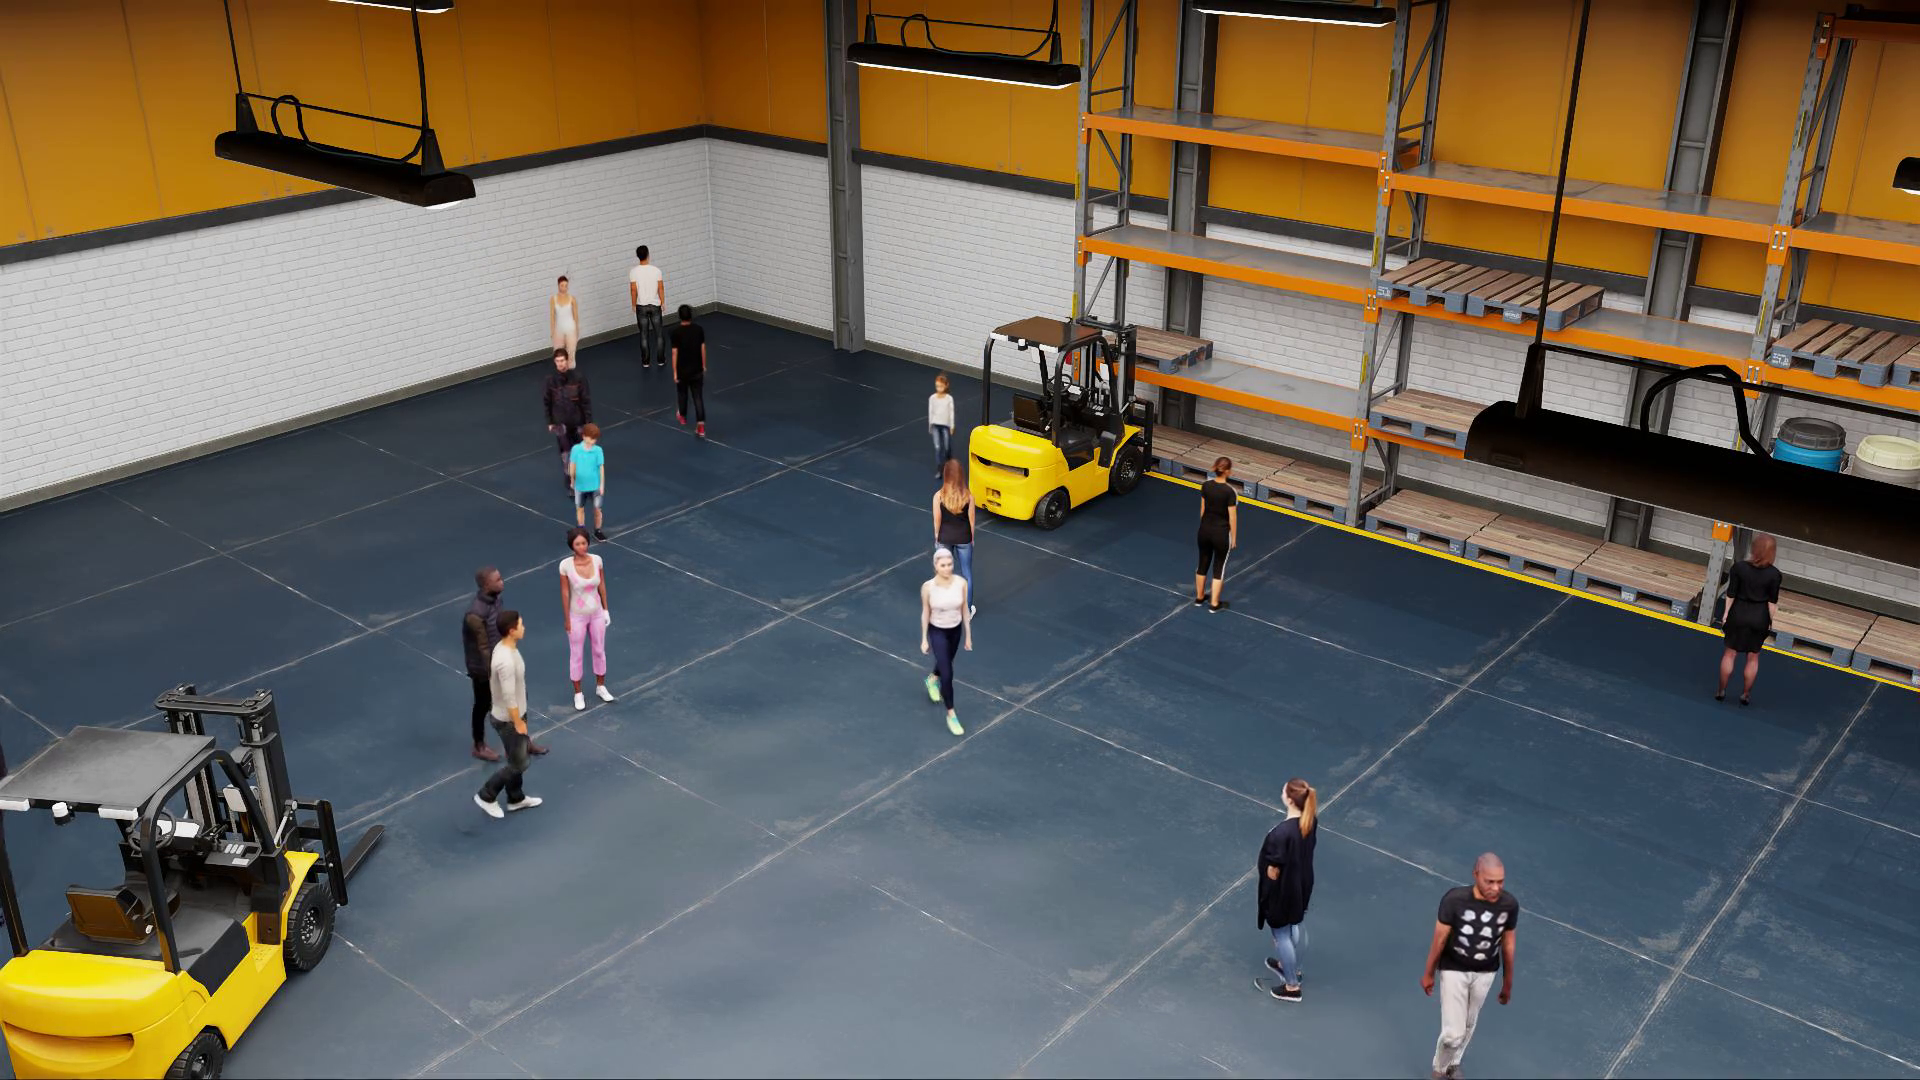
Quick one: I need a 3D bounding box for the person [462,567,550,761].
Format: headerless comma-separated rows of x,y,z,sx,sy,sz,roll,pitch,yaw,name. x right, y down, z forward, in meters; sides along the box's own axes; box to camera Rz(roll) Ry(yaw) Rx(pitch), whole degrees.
-4.115,1.078,14.263,1.052,1.809,0.945,8,25,17,person

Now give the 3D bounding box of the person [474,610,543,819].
-3.736,1.432,13.480,0.937,1.788,0.884,-4,24,-10,person

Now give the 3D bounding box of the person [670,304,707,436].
-3.533,-2.195,21.871,0.991,1.713,1.255,-10,26,-22,person

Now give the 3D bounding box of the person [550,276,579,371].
-5.631,-2.997,23.807,0.725,1.631,0.785,-2,24,-4,person

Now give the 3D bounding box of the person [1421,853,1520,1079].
3.207,2.698,10.583,0.816,1.788,0.883,0,24,-1,person

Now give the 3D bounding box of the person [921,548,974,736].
-0.160,0.836,14.997,0.969,1.664,1.231,-10,25,-21,person

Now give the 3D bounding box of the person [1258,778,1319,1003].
2.274,2.383,11.424,0.689,1.691,0.750,-19,30,-36,person

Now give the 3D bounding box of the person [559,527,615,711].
-3.427,0.697,15.220,0.637,1.740,0.613,-13,27,-28,person

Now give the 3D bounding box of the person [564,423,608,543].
-4.221,-0.661,18.718,0.699,1.428,0.822,6,24,14,person

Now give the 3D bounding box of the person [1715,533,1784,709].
7.194,0.734,15.179,0.499,1.706,0.686,12,26,25,person

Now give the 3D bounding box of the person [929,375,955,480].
-0.217,-1.424,20.614,0.742,1.306,0.725,5,24,11,person

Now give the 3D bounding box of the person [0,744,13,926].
-7.386,1.859,12.395,1.140,1.874,1.311,-6,24,-14,person

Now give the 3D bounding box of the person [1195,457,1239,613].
2.615,-0.068,17.062,0.463,1.668,0.645,20,30,38,person

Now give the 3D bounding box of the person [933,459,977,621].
-0.053,0.002,16.833,0.654,1.723,0.727,0,24,-1,person

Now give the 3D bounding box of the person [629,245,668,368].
-4.630,-3.475,24.690,0.714,1.800,0.751,-5,24,-10,person

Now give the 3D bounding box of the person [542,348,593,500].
-4.682,-1.449,20.036,1.080,1.815,1.177,-4,24,-10,person
